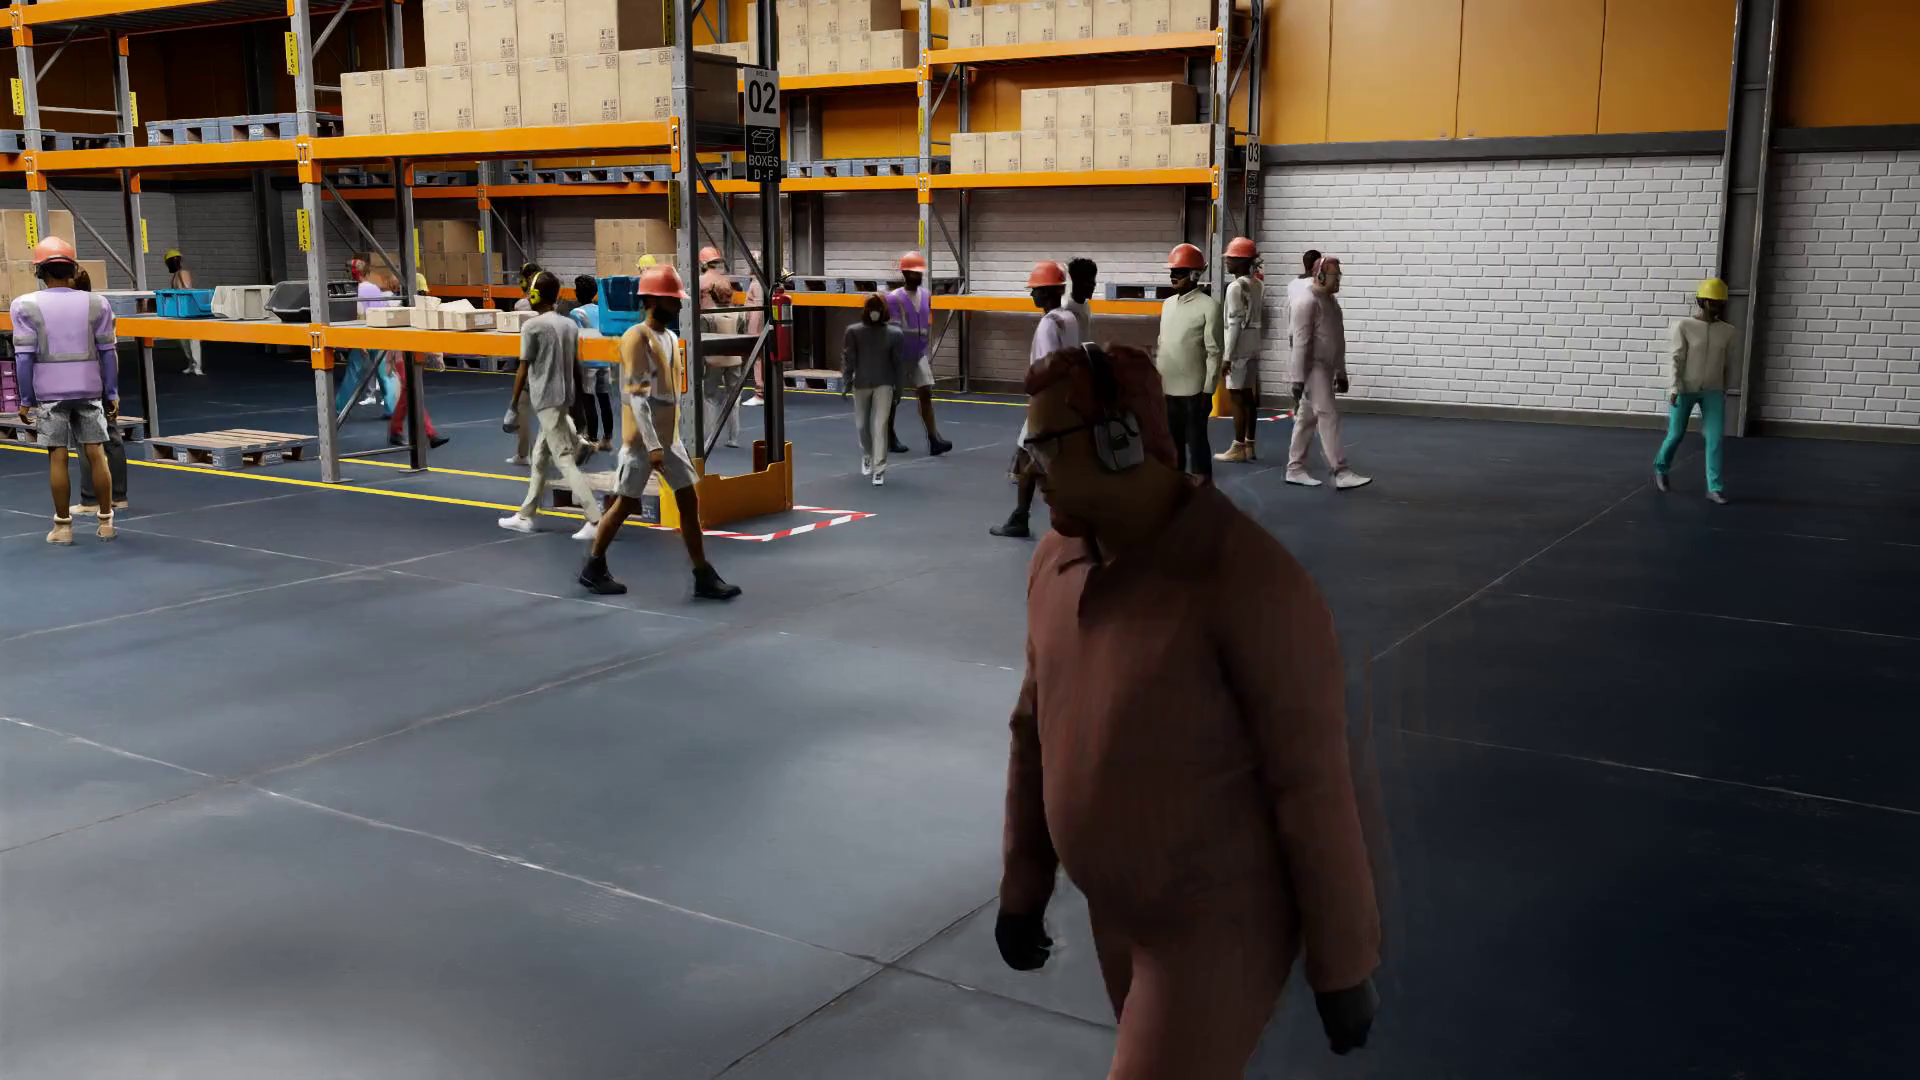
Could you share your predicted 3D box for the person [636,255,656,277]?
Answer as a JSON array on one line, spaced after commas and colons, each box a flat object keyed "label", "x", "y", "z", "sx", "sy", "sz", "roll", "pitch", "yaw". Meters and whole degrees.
[{"label": "person", "x": -4.322, "y": -3.015, "z": 22.952, "sx": 0.403, "sy": 1.824, "sz": 0.597, "roll": 1, "pitch": 10, "yaw": 5}]

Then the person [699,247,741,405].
[{"label": "person", "x": -3.066, "y": -2.645, "z": 20.576, "sx": 1.048, "sy": 1.951, "sz": 0.610, "roll": 6, "pitch": 12, "yaw": 32}]

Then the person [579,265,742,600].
[{"label": "person", "x": -1.757, "y": -0.594, "z": 9.366, "sx": 0.980, "sy": 1.896, "sz": 0.550, "roll": 4, "pitch": 11, "yaw": 23}]

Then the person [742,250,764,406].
[{"label": "person", "x": -2.473, "y": -2.587, "z": 20.366, "sx": 0.431, "sy": 1.895, "sz": 0.698, "roll": 0, "pitch": 10, "yaw": -2}]

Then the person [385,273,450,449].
[{"label": "person", "x": -5.307, "y": -1.733, "z": 16.170, "sx": 0.984, "sy": 1.704, "sz": 0.512, "roll": 6, "pitch": 12, "yaw": 30}]

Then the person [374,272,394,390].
[{"label": "person", "x": -7.762, "y": -2.846, "z": 22.624, "sx": 0.524, "sy": 1.596, "sz": 0.812, "roll": 4, "pitch": 11, "yaw": 22}]

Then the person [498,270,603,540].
[{"label": "person", "x": -2.786, "y": -0.906, "z": 11.282, "sx": 0.985, "sy": 1.826, "sz": 0.539, "roll": 5, "pitch": 11, "yaw": 24}]

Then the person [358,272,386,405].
[{"label": "person", "x": -7.203, "y": -2.469, "z": 20.439, "sx": 0.508, "sy": 1.632, "sz": 0.270, "roll": 3, "pitch": 11, "yaw": 15}]

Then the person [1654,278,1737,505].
[{"label": "person", "x": 5.781, "y": -1.184, "z": 13.026, "sx": 0.529, "sy": 1.735, "sz": 0.828, "roll": 1, "pitch": 10, "yaw": 3}]

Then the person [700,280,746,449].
[{"label": "person", "x": -2.309, "y": -1.694, "z": 16.150, "sx": 0.528, "sy": 1.638, "sz": 0.340, "roll": -6, "pitch": 12, "yaw": -32}]

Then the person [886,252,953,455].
[{"label": "person", "x": -0.429, "y": -1.734, "z": 15.607, "sx": 0.578, "sy": 1.900, "sz": 0.936, "roll": -9, "pitch": 13, "yaw": -39}]

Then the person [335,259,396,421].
[{"label": "person", "x": -6.745, "y": -2.228, "z": 18.633, "sx": 0.929, "sy": 1.798, "sz": 0.583, "roll": 3, "pitch": 11, "yaw": 14}]

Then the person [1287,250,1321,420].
[{"label": "person", "x": 3.899, "y": -2.276, "z": 18.590, "sx": 0.437, "sy": 1.911, "sz": 0.610, "roll": -6, "pitch": 12, "yaw": -29}]

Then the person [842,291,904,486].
[{"label": "person", "x": -0.725, "y": -1.294, "z": 14.009, "sx": 0.510, "sy": 1.604, "sz": 0.781, "roll": 0, "pitch": 10, "yaw": 1}]

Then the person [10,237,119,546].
[{"label": "person", "x": -5.935, "y": -0.980, "z": 11.059, "sx": 0.614, "sy": 2.040, "sz": 0.378, "roll": -9, "pitch": 14, "yaw": -41}]

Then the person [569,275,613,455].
[{"label": "person", "x": -3.502, "y": -1.657, "z": 15.765, "sx": 0.322, "sy": 1.696, "sz": 0.536, "roll": 5, "pitch": 11, "yaw": 26}]

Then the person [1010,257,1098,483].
[{"label": "person", "x": 0.885, "y": -1.342, "z": 13.531, "sx": 1.105, "sy": 1.884, "sz": 0.632, "roll": 4, "pitch": 11, "yaw": 19}]

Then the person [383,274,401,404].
[{"label": "person", "x": -6.444, "y": -2.249, "z": 19.205, "sx": 0.519, "sy": 1.640, "sz": 0.307, "roll": -6, "pitch": 12, "yaw": -28}]

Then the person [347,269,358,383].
[{"label": "person", "x": -8.489, "y": -3.049, "z": 23.487, "sx": 0.529, "sy": 1.694, "sz": 0.321, "roll": -1, "pitch": 10, "yaw": -5}]

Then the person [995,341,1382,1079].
[{"label": "person", "x": 0.342, "y": 0.613, "z": 2.727, "sx": 0.714, "sy": 1.865, "sz": 0.664, "roll": -5, "pitch": 11, "yaw": -25}]

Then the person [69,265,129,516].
[{"label": "person", "x": -6.420, "y": -1.093, "z": 12.230, "sx": 0.351, "sy": 1.846, "sz": 0.506, "roll": 5, "pitch": 11, "yaw": 27}]

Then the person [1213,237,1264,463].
[{"label": "person", "x": 2.530, "y": -1.721, "z": 15.165, "sx": 0.391, "sy": 2.042, "sz": 0.620, "roll": 6, "pitch": 12, "yaw": 30}]

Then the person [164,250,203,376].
[{"label": "person", "x": -11.637, "y": -3.406, "z": 24.987, "sx": 0.381, "sy": 1.876, "sz": 0.731, "roll": -8, "pitch": 13, "yaw": -39}]

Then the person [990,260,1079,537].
[{"label": "person", "x": 0.688, "y": -0.929, "z": 11.185, "sx": 0.940, "sy": 1.904, "sz": 0.547, "roll": 5, "pitch": 11, "yaw": 25}]

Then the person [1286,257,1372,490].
[{"label": "person", "x": 3.044, "y": -1.338, "z": 13.488, "sx": 0.878, "sy": 1.872, "sz": 0.673, "roll": 6, "pitch": 12, "yaw": 30}]

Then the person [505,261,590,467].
[{"label": "person", "x": -3.710, "y": -1.554, "z": 14.820, "sx": 0.876, "sy": 1.842, "sz": 0.528, "roll": 6, "pitch": 12, "yaw": 31}]

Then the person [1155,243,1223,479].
[{"label": "person", "x": 1.576, "y": -1.071, "z": 11.689, "sx": 0.378, "sy": 1.996, "sz": 0.611, "roll": -7, "pitch": 12, "yaw": -33}]
